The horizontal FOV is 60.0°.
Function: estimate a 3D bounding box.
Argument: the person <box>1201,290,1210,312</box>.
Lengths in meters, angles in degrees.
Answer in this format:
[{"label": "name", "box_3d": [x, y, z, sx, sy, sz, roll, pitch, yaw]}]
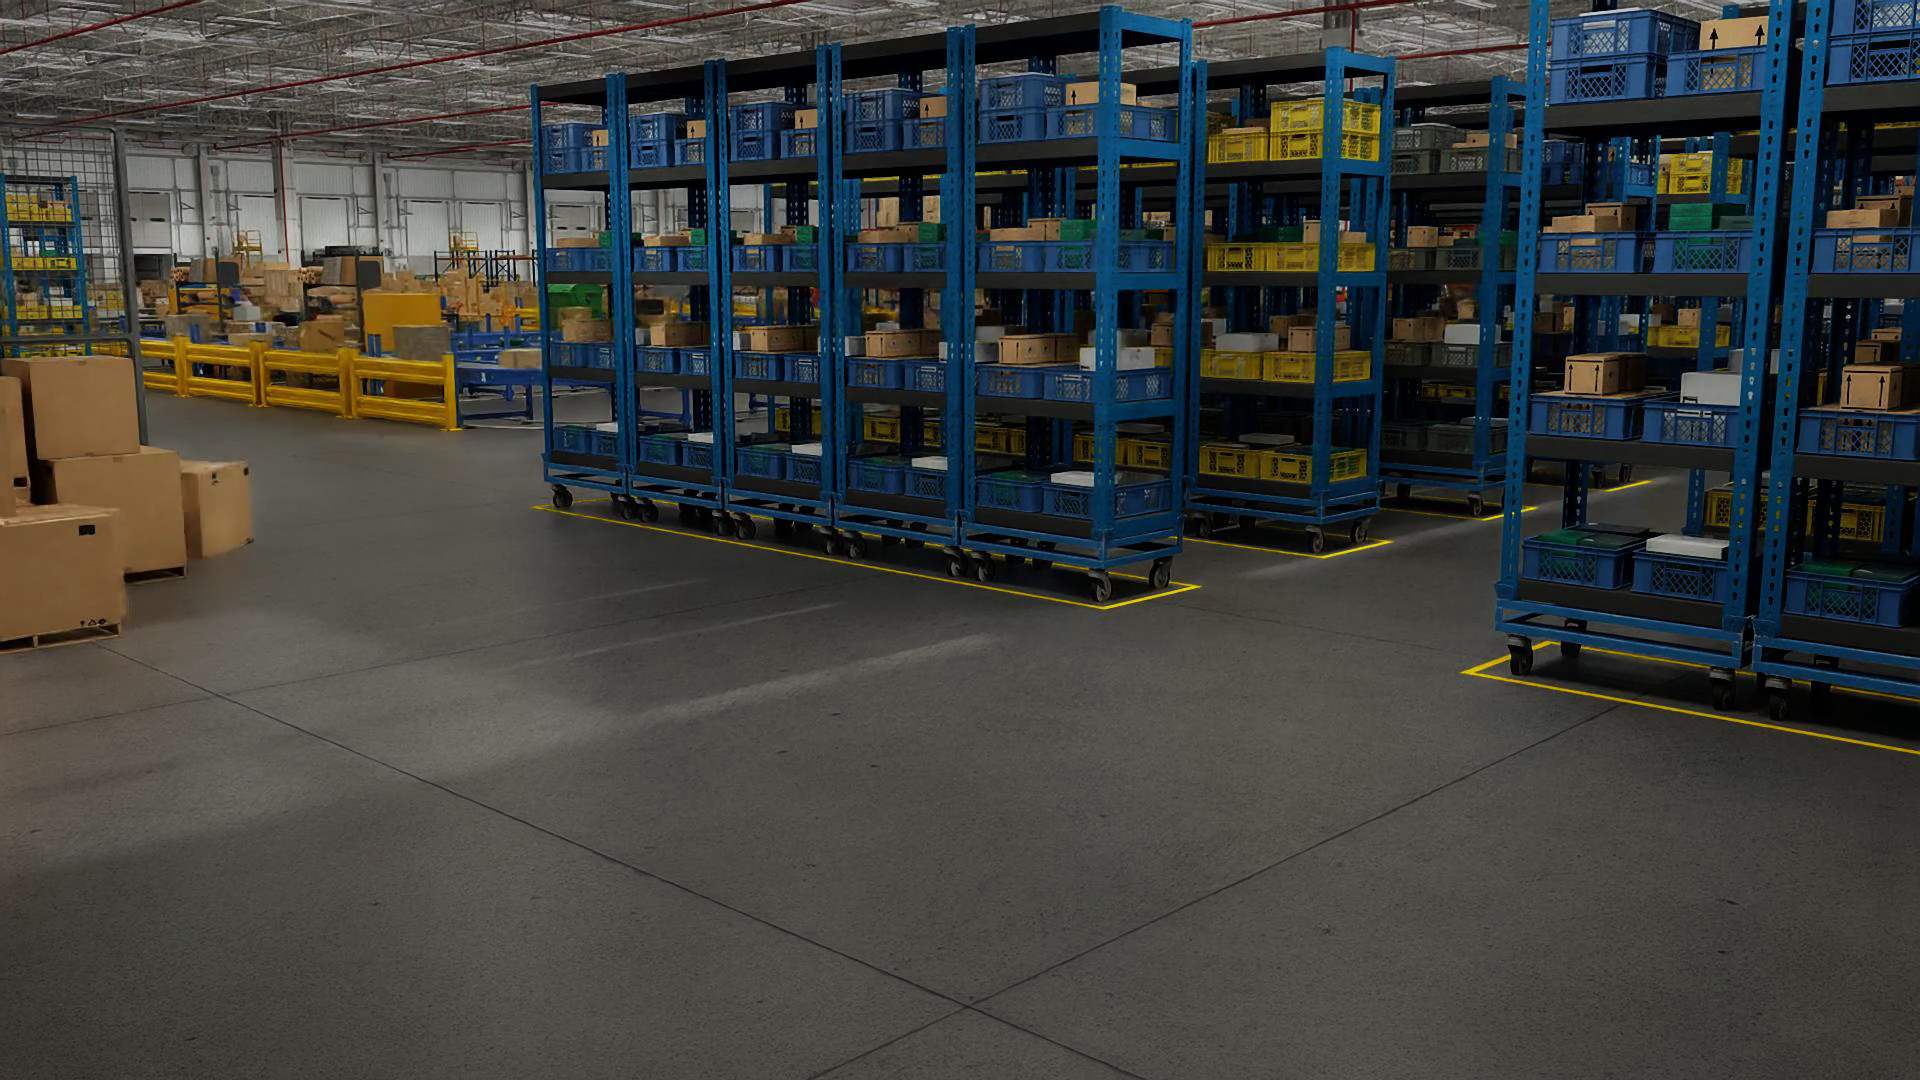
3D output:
[{"label": "person", "box_3d": [3.125, -2.348, 21.664, 0.899, 1.787, 0.617, -8, 12, -39]}]

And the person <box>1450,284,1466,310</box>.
[{"label": "person", "box_3d": [8.985, -3.745, 30.197, 0.568, 1.818, 0.693, 3, 10, 18]}]

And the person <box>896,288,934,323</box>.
[{"label": "person", "box_3d": [-0.456, -2.212, 20.270, 0.678, 1.967, 0.638, -8, 12, -39]}]

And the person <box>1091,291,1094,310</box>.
[{"label": "person", "box_3d": [4.198, -7.208, 51.805, 0.538, 1.679, 0.703, -8, 12, -41]}]

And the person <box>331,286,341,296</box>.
[{"label": "person", "box_3d": [-19.579, -7.420, 52.323, 0.375, 1.934, 0.551, -4, 10, -22]}]

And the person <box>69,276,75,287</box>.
[{"label": "person", "box_3d": [-35.227, -9.614, 66.025, 0.430, 1.854, 0.532, -7, 12, -37]}]

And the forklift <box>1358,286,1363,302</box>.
[{"label": "forklift", "box_3d": [11.100, -7.017, 46.970, 1.873, 2.768, 1.129, 9, 13, 43]}]

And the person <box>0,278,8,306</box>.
[{"label": "person", "box_3d": [-45.857, -11.855, 79.642, 0.580, 1.896, 0.533, 9, 13, 43]}]

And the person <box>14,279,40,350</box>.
[{"label": "person", "box_3d": [-21.027, -4.953, 37.478, 0.551, 1.848, 0.443, 0, 9, -3]}]

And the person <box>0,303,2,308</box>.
[{"label": "person", "box_3d": [-47.061, -12.063, 80.958, 0.988, 1.886, 0.594, -3, 10, -17]}]

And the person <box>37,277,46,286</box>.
[{"label": "person", "box_3d": [-29.856, -7.761, 54.097, 0.982, 2.000, 0.690, -6, 11, -34]}]

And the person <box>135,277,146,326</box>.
[{"label": "person", "box_3d": [-23.594, -6.624, 47.771, 1.014, 1.828, 0.594, -9, 13, -43]}]

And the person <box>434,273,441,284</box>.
[{"label": "person", "box_3d": [-28.030, -13.462, 89.583, 0.578, 1.869, 0.462, 6, 11, 34]}]

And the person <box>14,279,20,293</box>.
[{"label": "person", "box_3d": [-40.530, -10.476, 71.790, 0.319, 1.697, 0.533, 6, 11, 33]}]

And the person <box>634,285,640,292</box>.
[{"label": "person", "box_3d": [-17.590, -13.533, 90.125, 0.510, 1.839, 0.421, -1, 9, -5]}]
